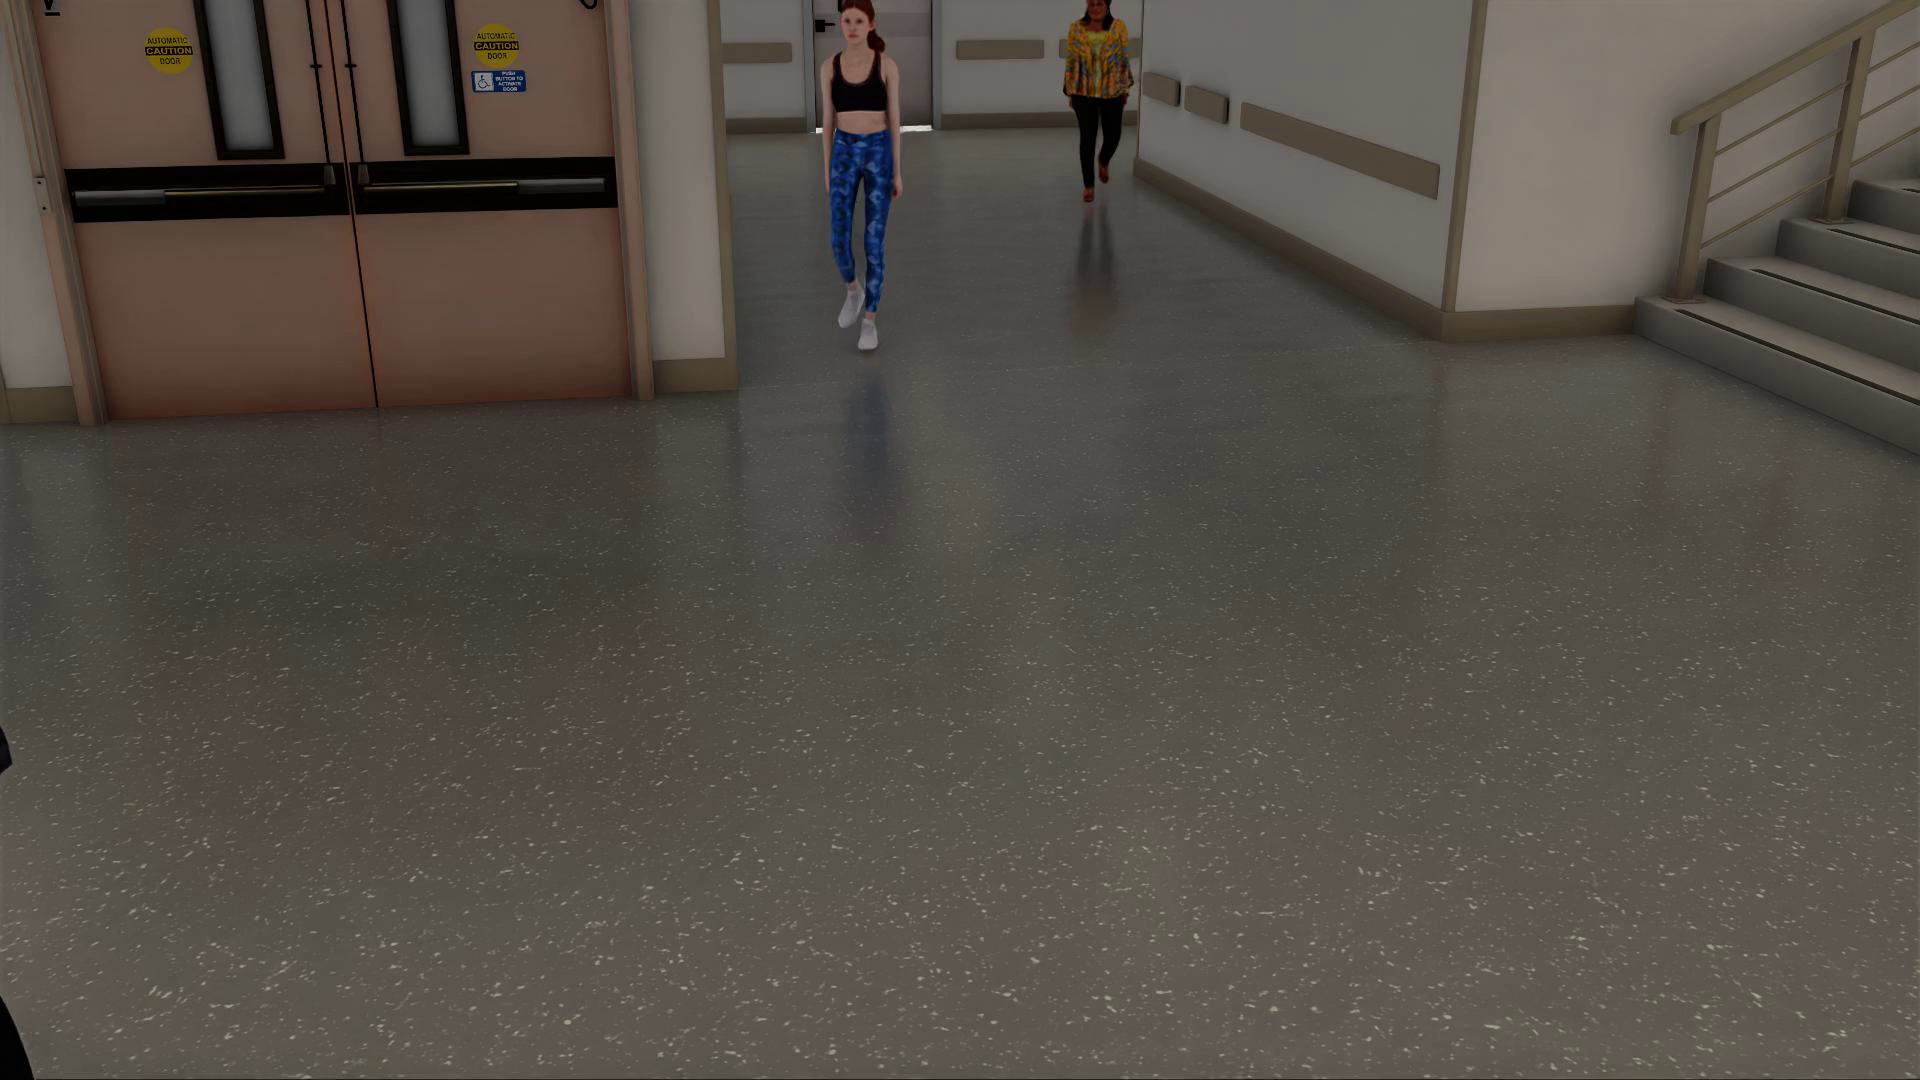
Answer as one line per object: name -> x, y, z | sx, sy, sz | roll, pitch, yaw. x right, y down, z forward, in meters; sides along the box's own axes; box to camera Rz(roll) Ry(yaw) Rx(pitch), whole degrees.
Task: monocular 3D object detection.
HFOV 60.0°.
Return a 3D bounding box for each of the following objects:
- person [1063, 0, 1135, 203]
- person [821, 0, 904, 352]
person -> 1.083, -3.483, 13.013 | 0.860, 1.637, 0.865 | 1, 21, 3
person -> -0.485, -1.892, 8.615 | 0.686, 1.776, 0.706 | 1, 21, 2
